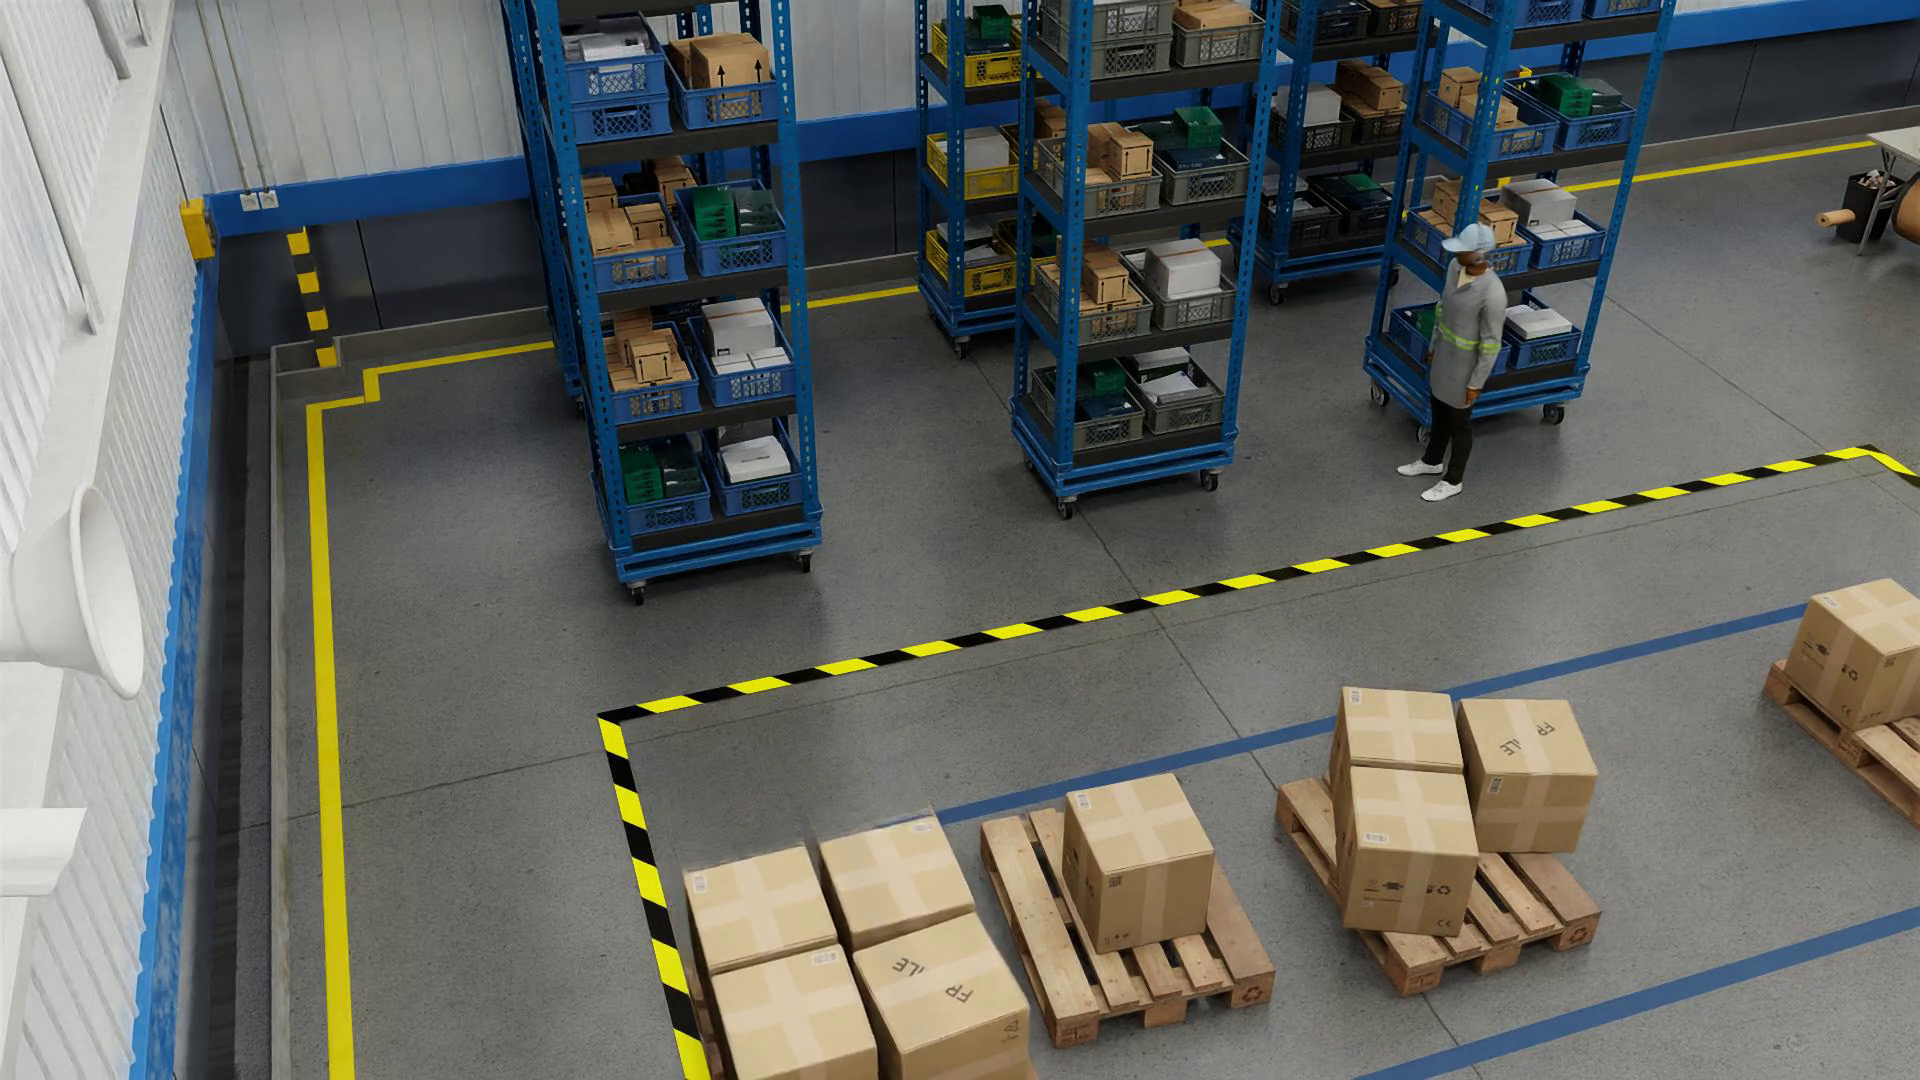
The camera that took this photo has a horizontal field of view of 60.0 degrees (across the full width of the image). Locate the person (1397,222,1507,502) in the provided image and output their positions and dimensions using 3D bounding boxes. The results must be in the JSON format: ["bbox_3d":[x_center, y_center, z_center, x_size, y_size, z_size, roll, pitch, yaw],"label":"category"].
[{"bbox_3d":[3.037,-1.096,10.236,0.384,1.849,0.596,-8,36,-12],"label":"person"}]
